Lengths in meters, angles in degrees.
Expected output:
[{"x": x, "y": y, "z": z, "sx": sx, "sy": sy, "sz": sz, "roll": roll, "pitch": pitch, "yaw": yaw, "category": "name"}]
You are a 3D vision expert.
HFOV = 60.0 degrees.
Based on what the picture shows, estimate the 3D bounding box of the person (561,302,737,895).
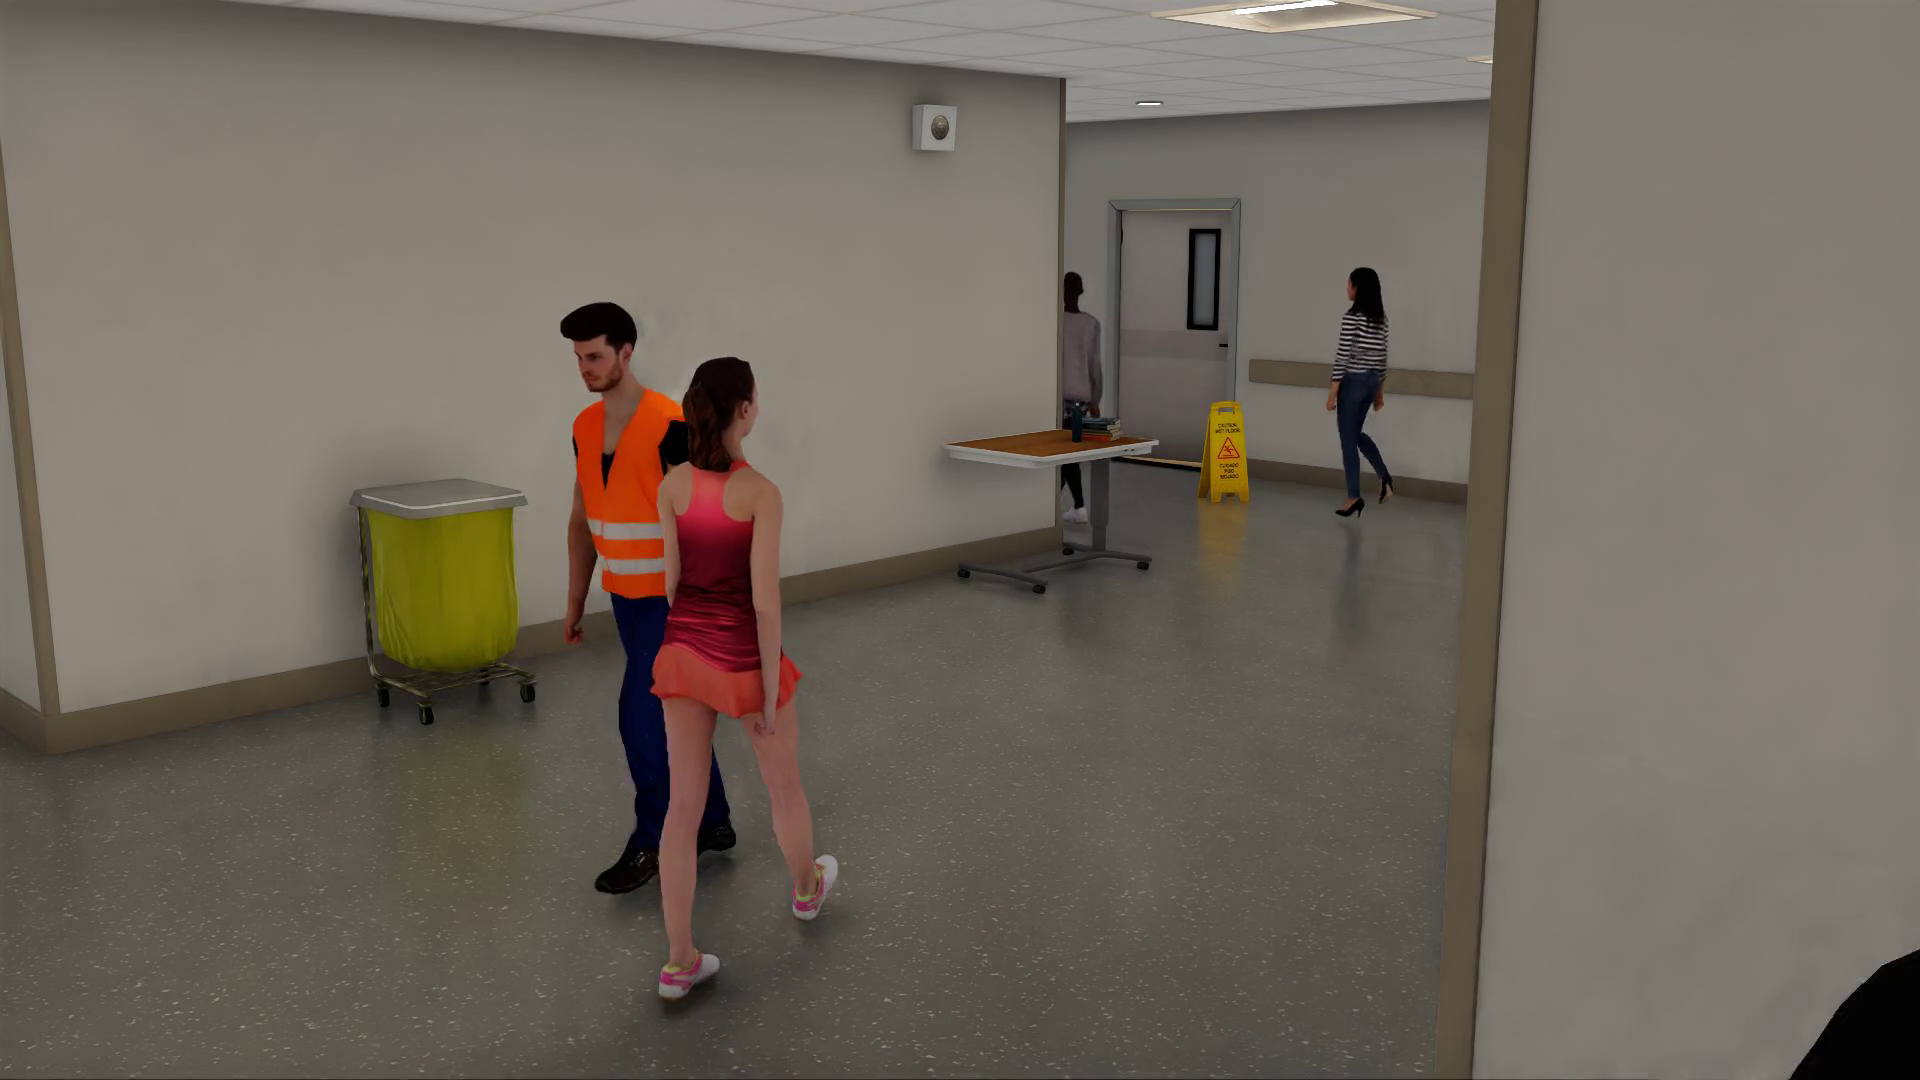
[{"x": -0.918, "y": 0.163, "z": 5.402, "sx": 0.777, "sy": 1.851, "sz": 0.775, "roll": 8, "pitch": 14, "yaw": 37, "category": "person"}]

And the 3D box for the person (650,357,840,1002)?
[{"x": -0.694, "y": 0.396, "z": 4.542, "sx": 1.067, "sy": 1.713, "sz": 0.961, "roll": 3, "pitch": 11, "yaw": 16, "category": "person"}]

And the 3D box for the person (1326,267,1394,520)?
[{"x": 2.881, "y": -1.013, "z": 11.729, "sx": 0.607, "sy": 1.786, "sz": 0.713, "roll": -9, "pitch": 14, "yaw": -40, "category": "person"}]
